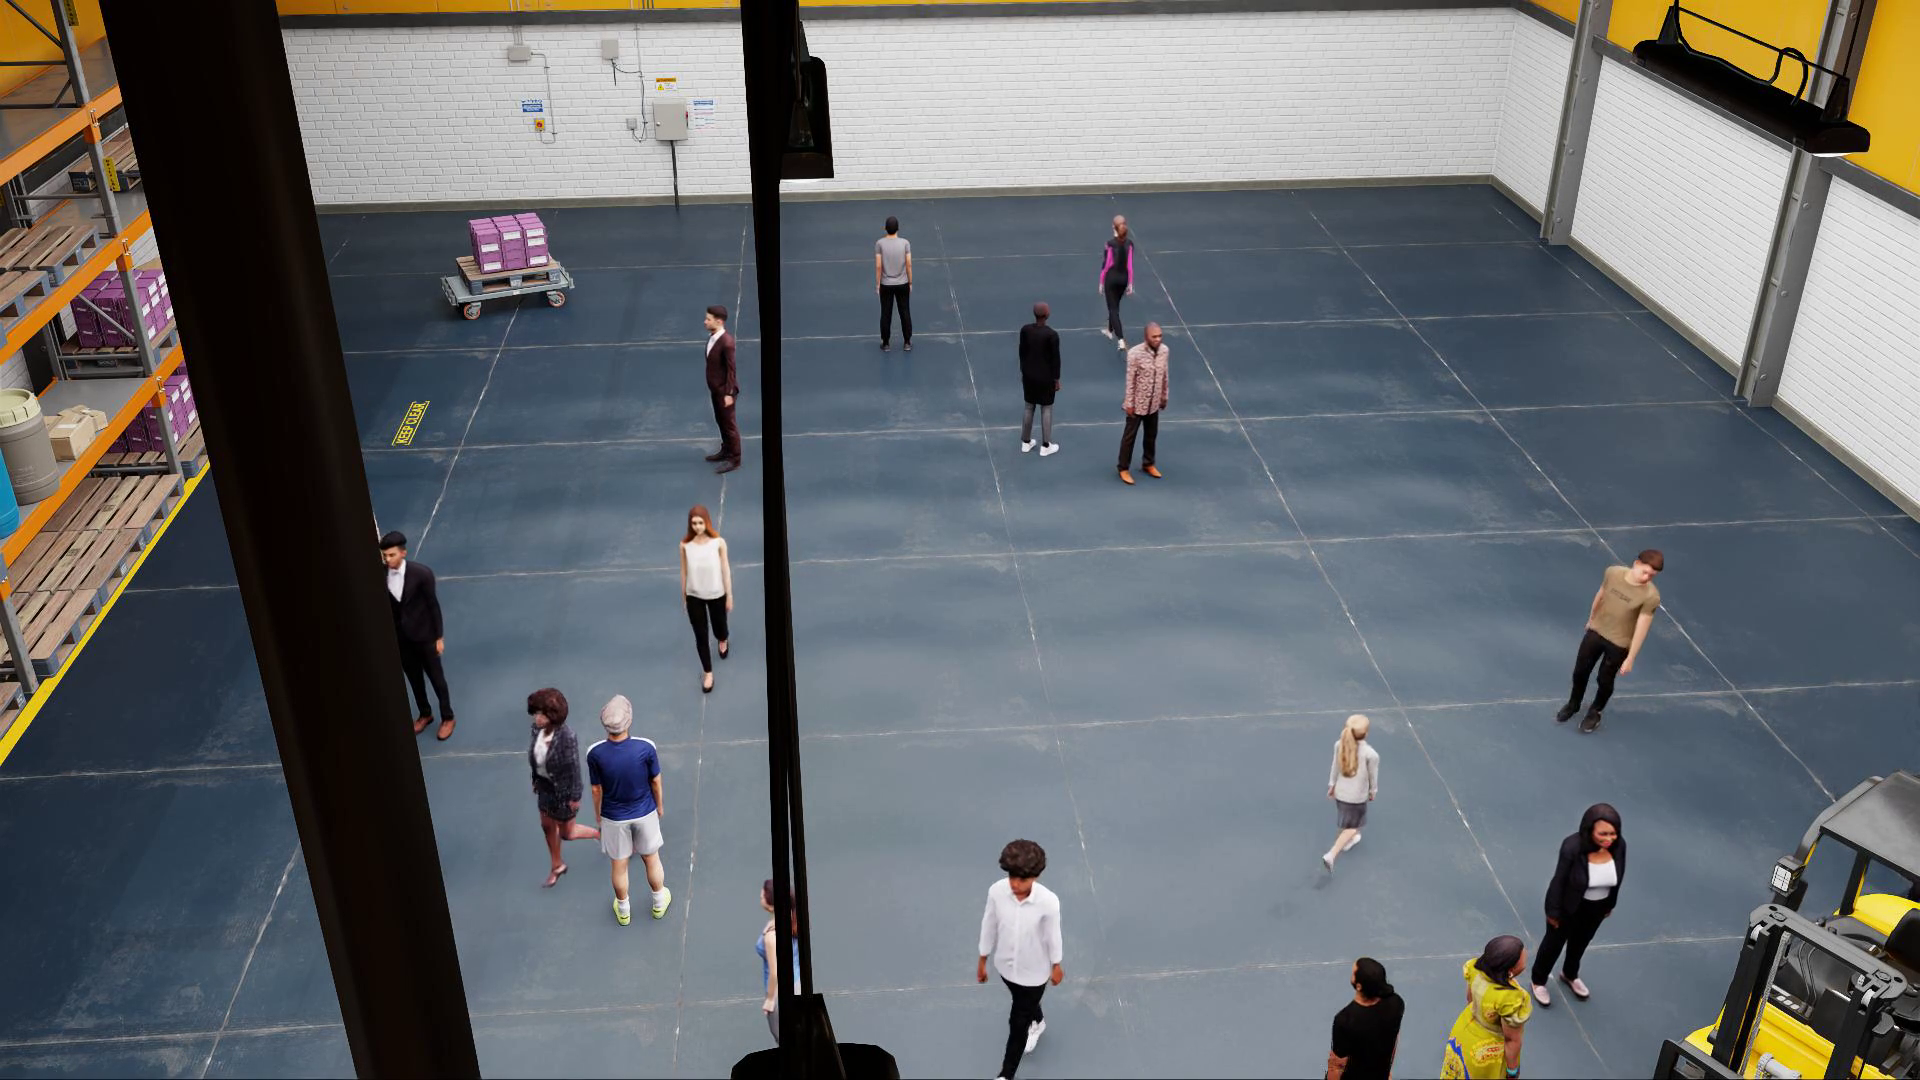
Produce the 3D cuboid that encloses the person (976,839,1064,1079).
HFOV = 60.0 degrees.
[{"bbox_3d":[0.415,2.577,10.350,1.043,1.758,1.227,14,32,24],"label":"person"}]

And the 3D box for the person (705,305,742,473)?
[{"bbox_3d":[-2.564,-1.665,18.013,0.821,1.865,0.668,-13,31,-22],"label":"person"}]

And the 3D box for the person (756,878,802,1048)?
[{"bbox_3d":[-1.081,2.732,10.221,0.701,1.609,0.584,9,30,16],"label":"person"}]

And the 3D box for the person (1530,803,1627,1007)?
[{"bbox_3d":[4.054,2.358,10.902,0.686,1.612,0.684,-8,30,-14],"label":"person"}]

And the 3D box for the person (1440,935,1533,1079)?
[{"bbox_3d":[3.084,2.973,9.725,0.976,1.660,0.797,-8,30,-15],"label":"person"}]

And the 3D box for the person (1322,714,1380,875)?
[{"bbox_3d":[2.845,1.862,12.182,0.847,1.258,0.828,-25,37,-38],"label":"person"}]

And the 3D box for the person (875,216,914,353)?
[{"bbox_3d":[-0.832,-3.240,21.016,0.603,1.755,0.532,-3,29,-5],"label":"person"}]

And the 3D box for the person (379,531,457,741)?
[{"bbox_3d":[-4.457,0.744,13.582,0.736,1.880,0.638,2,29,4],"label":"person"}]

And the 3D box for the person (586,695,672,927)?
[{"bbox_3d":[-2.300,1.878,11.547,0.664,1.839,0.600,-7,29,-12],"label":"person"}]

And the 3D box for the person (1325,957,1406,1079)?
[{"bbox_3d":[2.300,3.104,9.394,0.864,1.746,1.017,-16,33,-27],"label":"person"}]

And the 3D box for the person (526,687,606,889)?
[{"bbox_3d":[-2.813,1.758,11.928,0.908,1.683,0.967,24,37,37],"label":"person"}]

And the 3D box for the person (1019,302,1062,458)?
[{"bbox_3d":[0.864,-1.789,18.350,0.734,1.761,0.757,16,32,27],"label":"person"}]

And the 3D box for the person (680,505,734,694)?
[{"bbox_3d":[-2.170,0.452,14.296,0.627,1.708,0.888,0,29,1],"label":"person"}]

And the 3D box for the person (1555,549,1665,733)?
[{"bbox_3d":[5.321,0.800,13.569,0.920,1.793,0.809,-13,31,-23],"label":"person"}]

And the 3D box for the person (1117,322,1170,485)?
[{"bbox_3d":[1.959,-1.494,17.771,0.754,1.797,0.718,-13,31,-22],"label":"person"}]

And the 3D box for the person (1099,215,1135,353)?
[{"bbox_3d":[1.995,-3.204,20.996,0.718,1.711,1.160,-8,30,-14],"label":"person"}]
